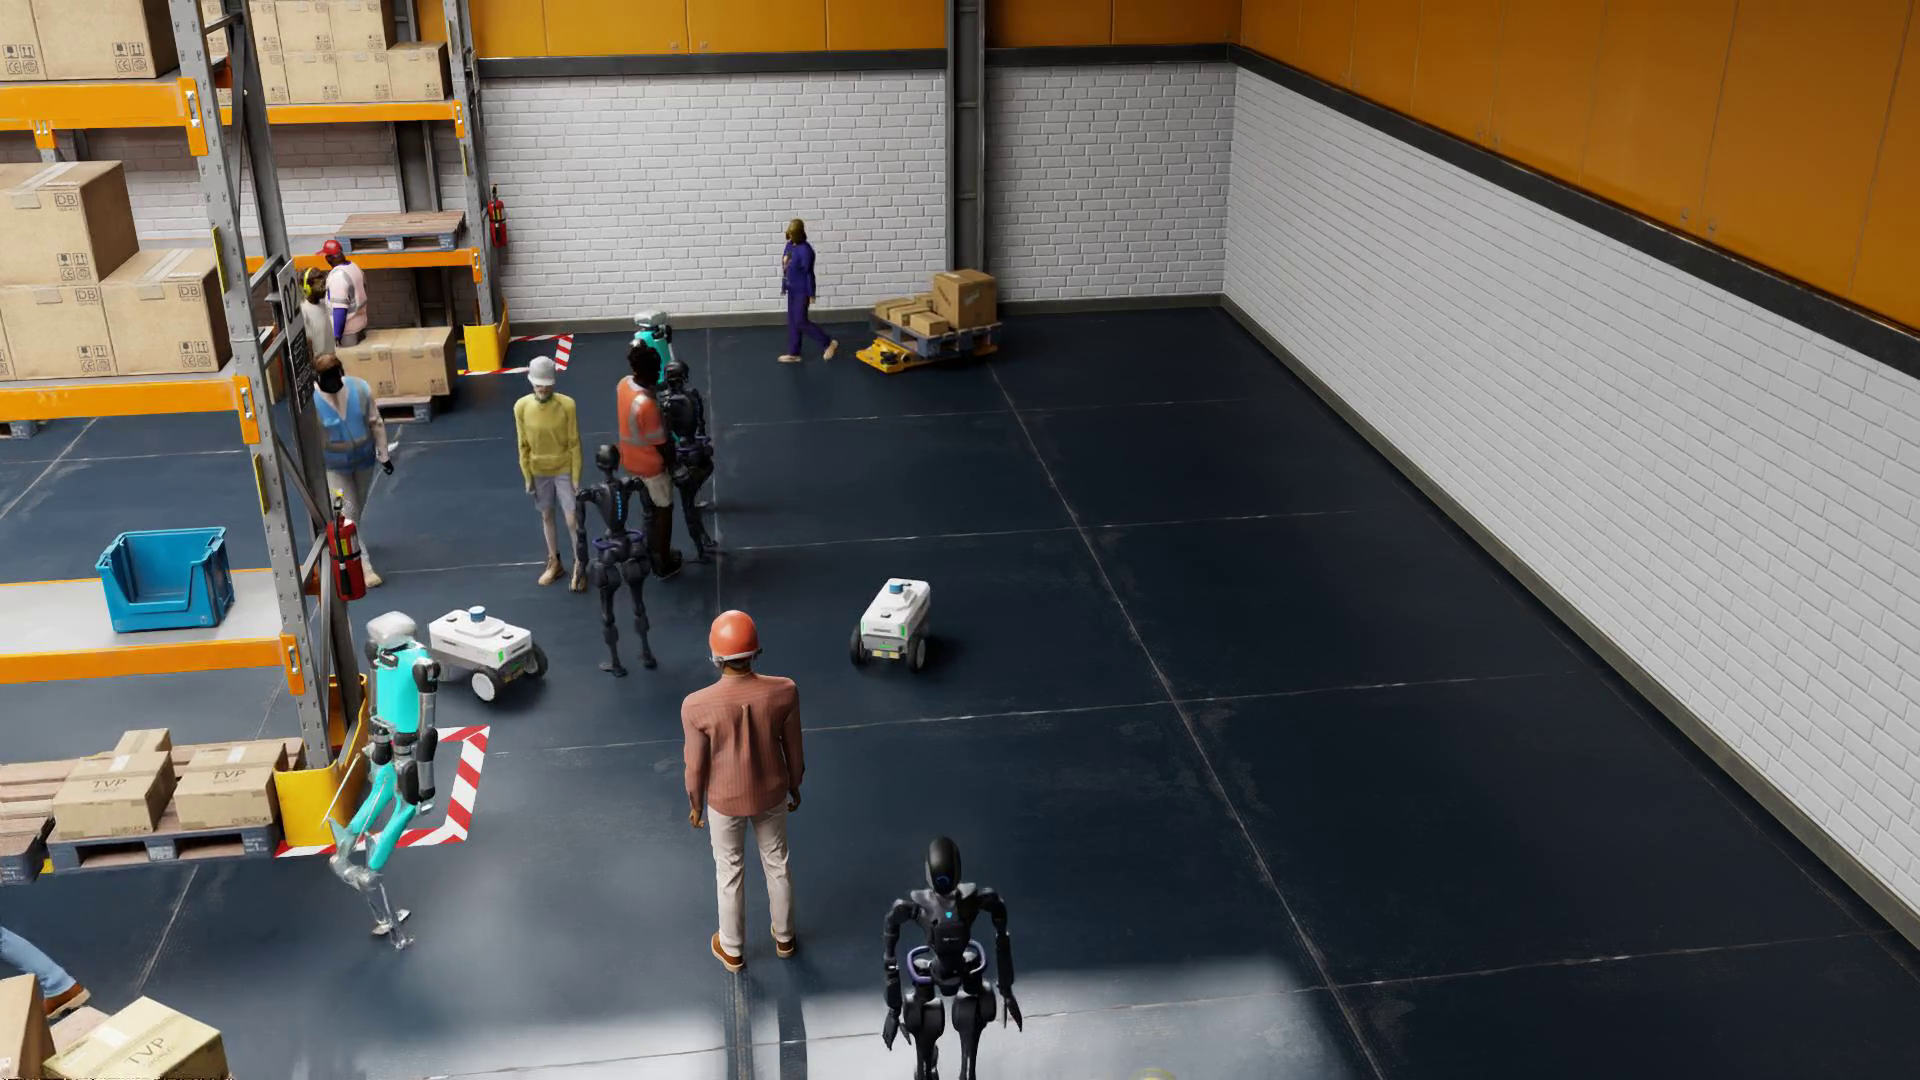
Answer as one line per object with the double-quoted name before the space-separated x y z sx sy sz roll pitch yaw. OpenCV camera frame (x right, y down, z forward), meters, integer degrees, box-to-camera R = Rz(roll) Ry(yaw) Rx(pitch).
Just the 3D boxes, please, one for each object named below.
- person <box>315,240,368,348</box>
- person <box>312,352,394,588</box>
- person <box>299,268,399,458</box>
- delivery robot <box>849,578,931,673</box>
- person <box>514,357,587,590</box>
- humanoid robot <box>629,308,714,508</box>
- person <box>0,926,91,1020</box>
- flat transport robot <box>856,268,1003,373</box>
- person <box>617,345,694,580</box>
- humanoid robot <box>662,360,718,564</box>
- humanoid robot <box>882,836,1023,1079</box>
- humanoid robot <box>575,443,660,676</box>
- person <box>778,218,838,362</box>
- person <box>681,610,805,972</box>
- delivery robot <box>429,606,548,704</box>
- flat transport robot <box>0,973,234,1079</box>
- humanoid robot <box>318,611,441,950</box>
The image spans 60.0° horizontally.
"person" -6.012 -2.080 16.295 0.419 1.749 0.603 1 24 1
"person" -4.759 -0.605 12.882 0.621 1.796 0.941 -21 31 -39
"person" -5.650 -1.547 14.980 0.945 1.820 0.558 3 24 8
"delivery robot" -0.458 0.568 11.735 0.510 0.584 0.755 6 24 13
"person" -3.084 -0.503 12.562 0.469 1.868 0.506 -1 24 -2
"humanoid robot" -2.299 -0.996 13.945 0.793 1.865 0.538 9 25 19
"person" -4.693 1.576 7.755 0.896 1.925 0.640 -8 25 -17
"flat transport robot" -0.355 -2.105 18.191 1.431 0.231 0.659 -15 28 -30
"person" -2.334 -0.619 12.768 0.514 1.925 0.641 -15 28 -31
"humanoid robot" -2.127 -0.603 13.027 0.332 1.647 0.610 9 25 20
"humanoid robot" -0.046 1.939 7.247 0.613 1.637 0.577 -4 24 -10
"humanoid robot" -2.349 0.122 11.363 0.607 1.654 0.326 -16 28 -32
"person" -1.665 -2.659 17.794 0.508 1.607 0.452 -10 26 -22
"person" -1.079 1.264 8.370 0.611 1.997 0.375 -9 25 -21
"delivery robot" -3.250 0.748 11.346 0.803 0.601 0.499 13 27 27
"flat transport robot" -3.839 2.763 7.103 1.431 0.231 0.659 12 26 26
"humanoid robot" -3.045 1.307 8.630 0.535 1.794 0.809 18 29 35
